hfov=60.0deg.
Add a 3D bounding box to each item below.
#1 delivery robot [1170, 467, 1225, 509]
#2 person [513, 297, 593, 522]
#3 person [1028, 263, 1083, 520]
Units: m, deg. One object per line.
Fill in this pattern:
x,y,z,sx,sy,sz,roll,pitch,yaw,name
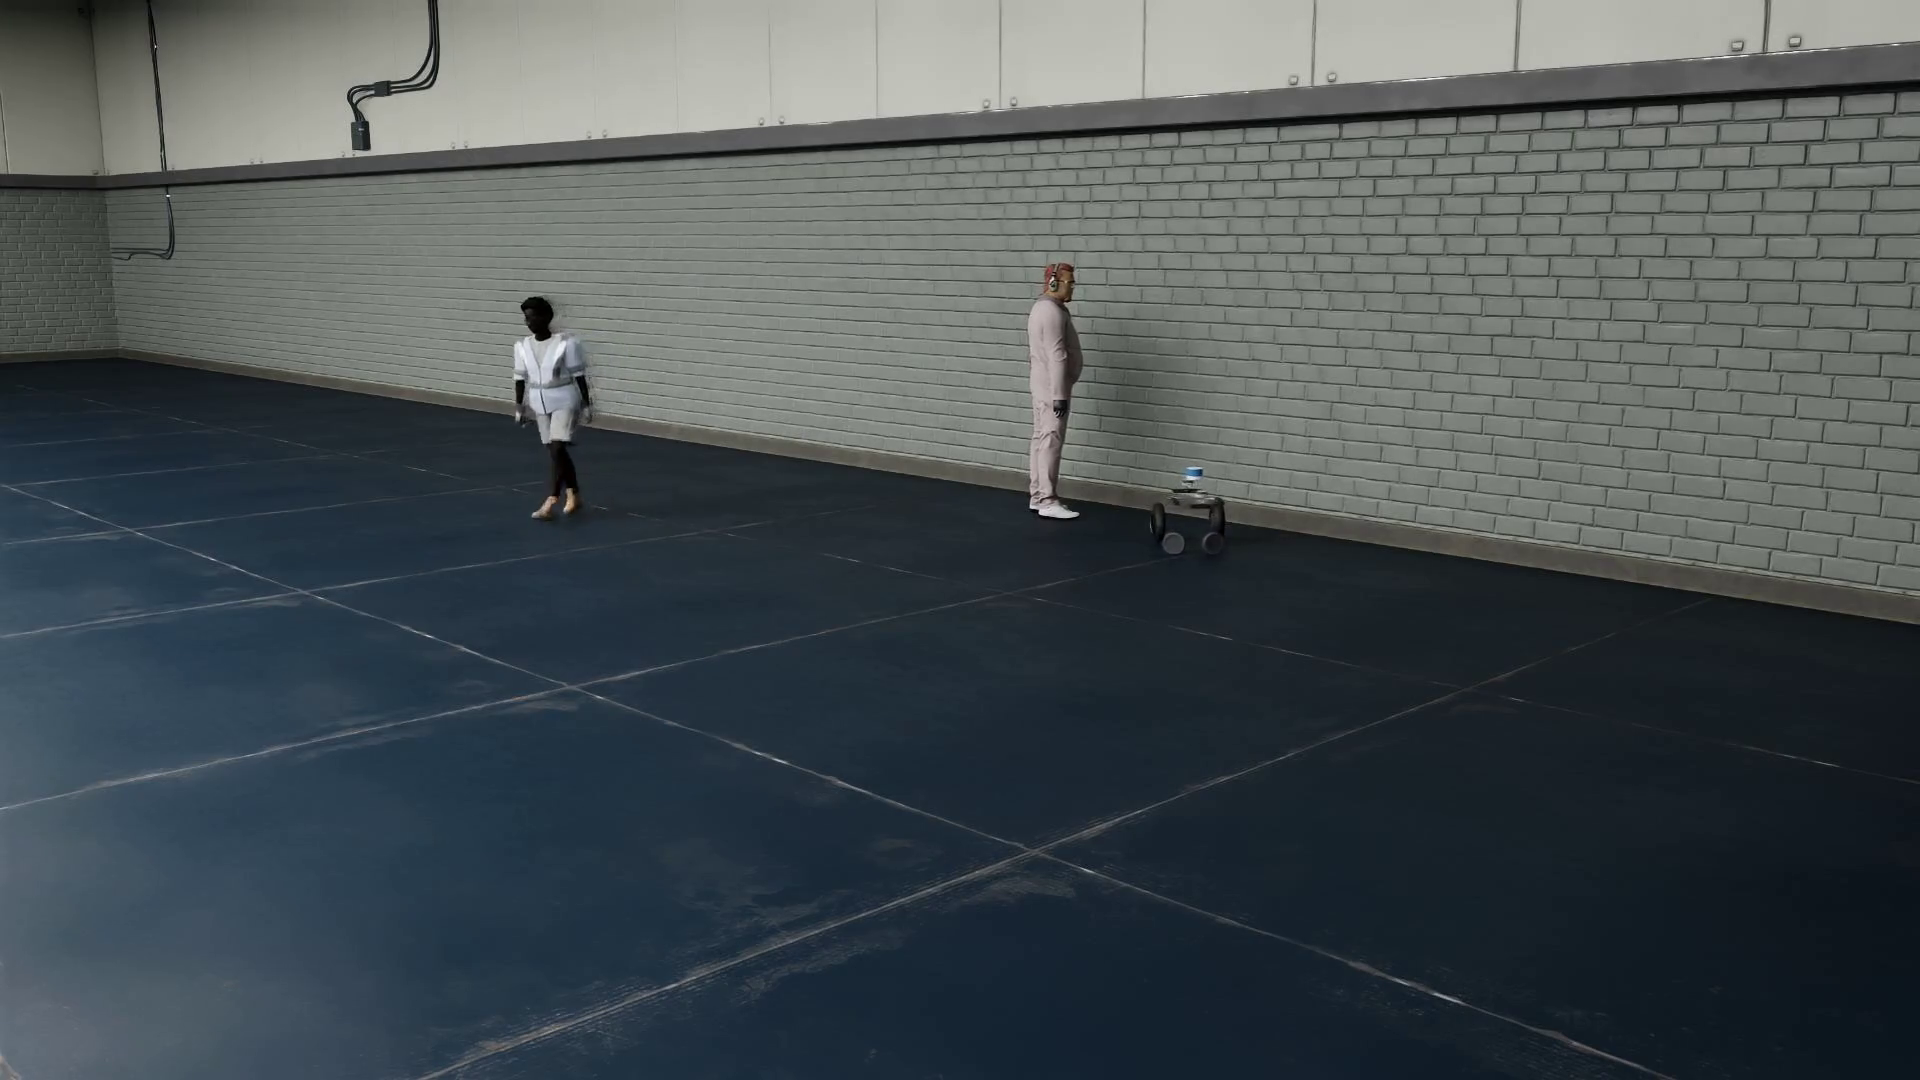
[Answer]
1.595,-0.380,11.308,0.335,0.223,0.698,-1,10,-3,delivery robot
-3.044,-0.967,12.324,0.551,1.647,0.870,4,11,21,person
0.724,-1.122,12.520,0.400,1.903,0.645,-1,10,-7,person
